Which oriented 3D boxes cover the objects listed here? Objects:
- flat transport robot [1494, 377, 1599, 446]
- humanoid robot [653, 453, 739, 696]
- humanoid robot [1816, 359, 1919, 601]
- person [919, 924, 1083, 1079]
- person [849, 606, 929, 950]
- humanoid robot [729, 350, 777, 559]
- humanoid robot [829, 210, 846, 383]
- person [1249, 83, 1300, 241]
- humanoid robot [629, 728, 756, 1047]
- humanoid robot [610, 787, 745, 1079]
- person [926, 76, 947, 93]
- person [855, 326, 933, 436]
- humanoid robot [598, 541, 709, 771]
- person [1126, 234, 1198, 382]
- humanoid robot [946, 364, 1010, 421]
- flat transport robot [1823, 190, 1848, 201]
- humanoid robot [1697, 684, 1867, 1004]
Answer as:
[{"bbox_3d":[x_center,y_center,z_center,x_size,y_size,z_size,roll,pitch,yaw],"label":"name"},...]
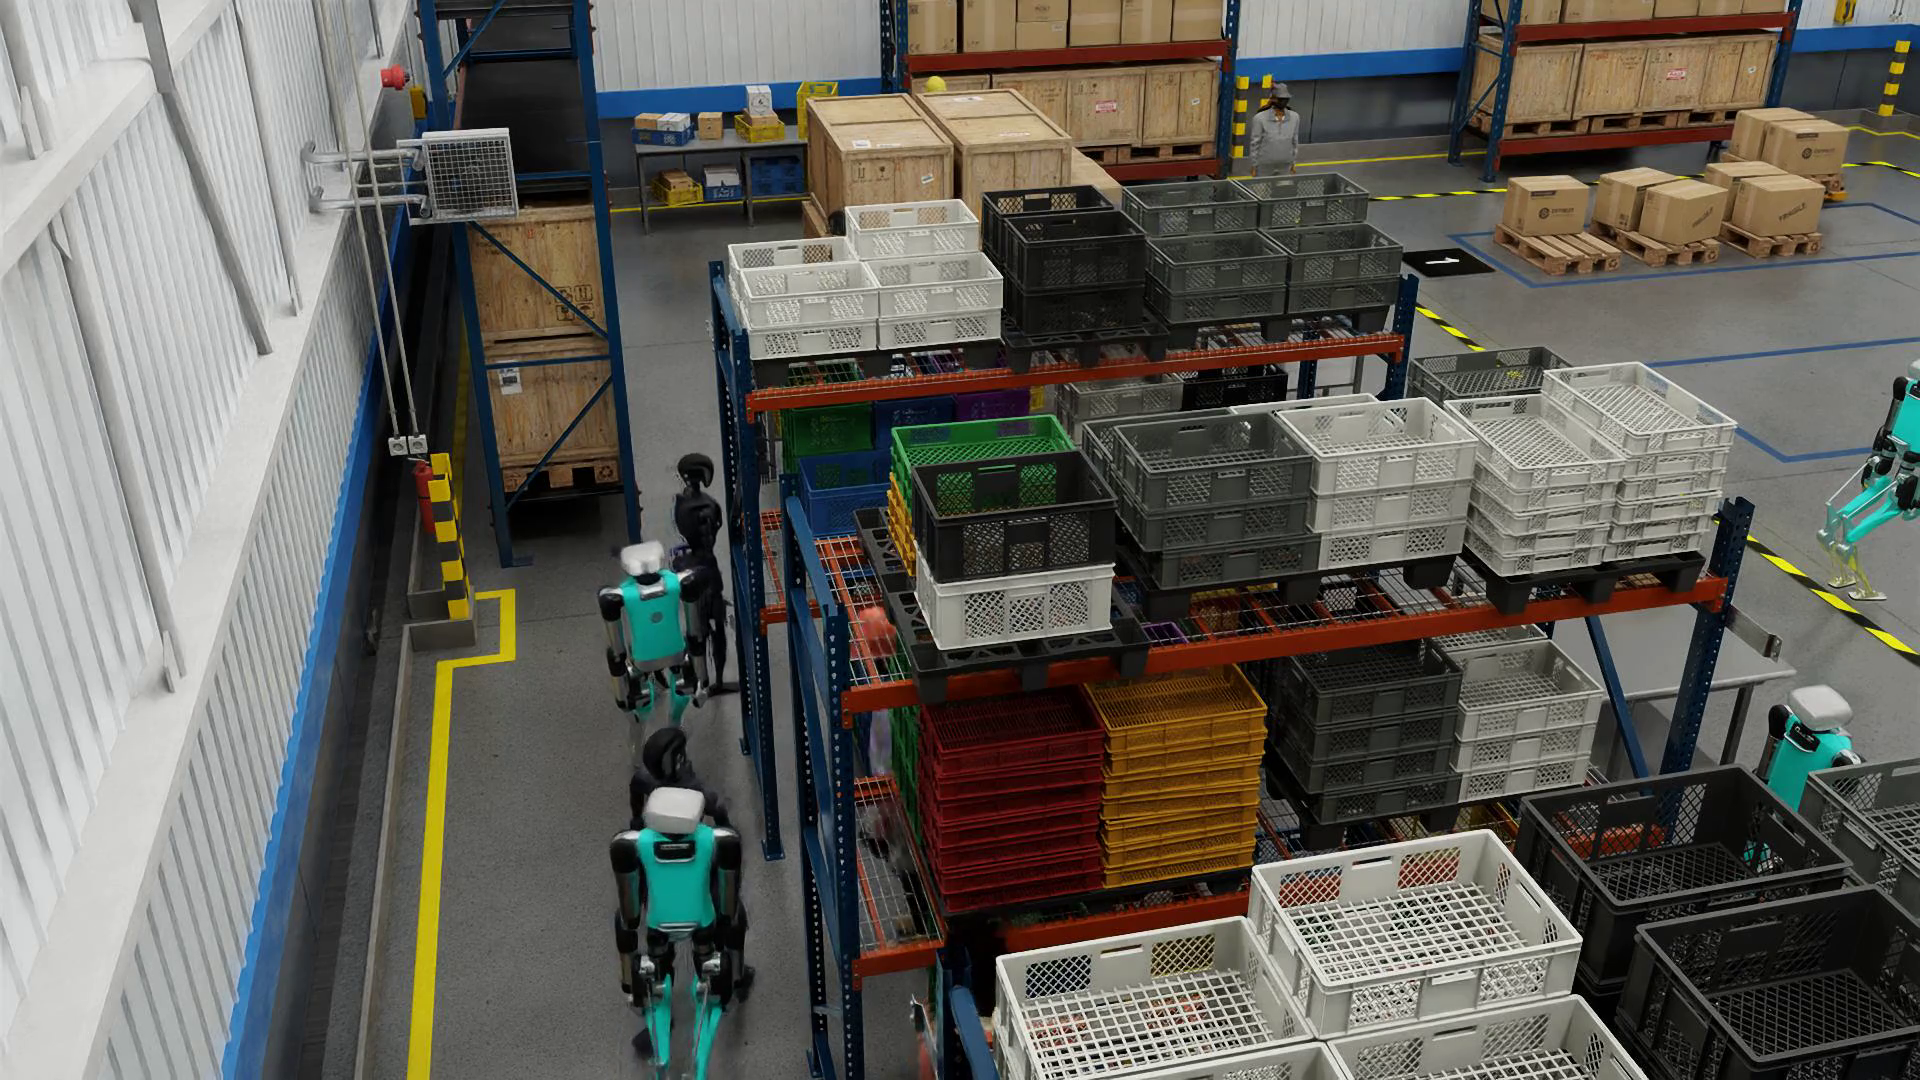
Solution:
[{"bbox_3d":[4.780,-1.036,14.013,0.659,0.231,1.431,-6,28,-12],"label":"flat transport robot"},{"bbox_3d":[-1.635,0.243,10.079,0.549,1.637,0.583,-11,30,-20],"label":"humanoid robot"},{"bbox_3d":[6.068,-0.380,11.052,0.735,1.673,0.533,-6,28,-12],"label":"humanoid robot"},{"bbox_3d":[0.133,2.156,6.181,0.608,1.934,0.642,-3,28,-6],"label":"person"},{"bbox_3d":[-0.312,1.196,7.904,0.447,2.014,0.612,-1,28,-2],"label":"person"},{"bbox_3d":[-1.480,-0.689,11.825,0.315,1.659,0.599,-6,28,-12],"label":"humanoid robot"},{"bbox_3d":[-0.964,-2.067,14.526,0.723,1.661,0.616,1,28,2],"label":"humanoid robot"},{"bbox_3d":[3.424,-4.120,18.252,0.564,1.769,0.395,-6,28,-12],"label":"person"},{"bbox_3d":[-1.234,1.571,7.601,0.615,1.637,0.721,13,30,23],"label":"humanoid robot"},{"bbox_3d":[-1.137,1.935,6.829,0.535,1.816,0.722,-3,28,-5],"label":"humanoid robot"},{"bbox_3d":[-0.242,-4.167,18.271,0.589,1.836,0.404,-15,31,-26],"label":"person"},{"bbox_3d":[-0.474,-0.938,12.093,0.583,1.882,0.337,-9,29,-16],"label":"person"},{"bbox_3d":[-1.722,0.704,9.196,0.554,1.820,0.880,-11,30,-20],"label":"humanoid robot"},{"bbox_3d":[1.632,-1.716,13.566,0.608,1.894,0.964,-17,32,-28],"label":"person"},{"bbox_3d":[0.278,-0.481,11.408,0.531,1.796,0.795,-17,32,-29],"label":"humanoid robot"},{"bbox_3d":[9.893,-4.254,20.088,1.431,0.197,0.652,-6,28,-12],"label":"flat transport robot"},{"bbox_3d":[3.555,1.446,7.583,0.735,1.677,0.533,-6,28,-12],"label":"humanoid robot"}]
